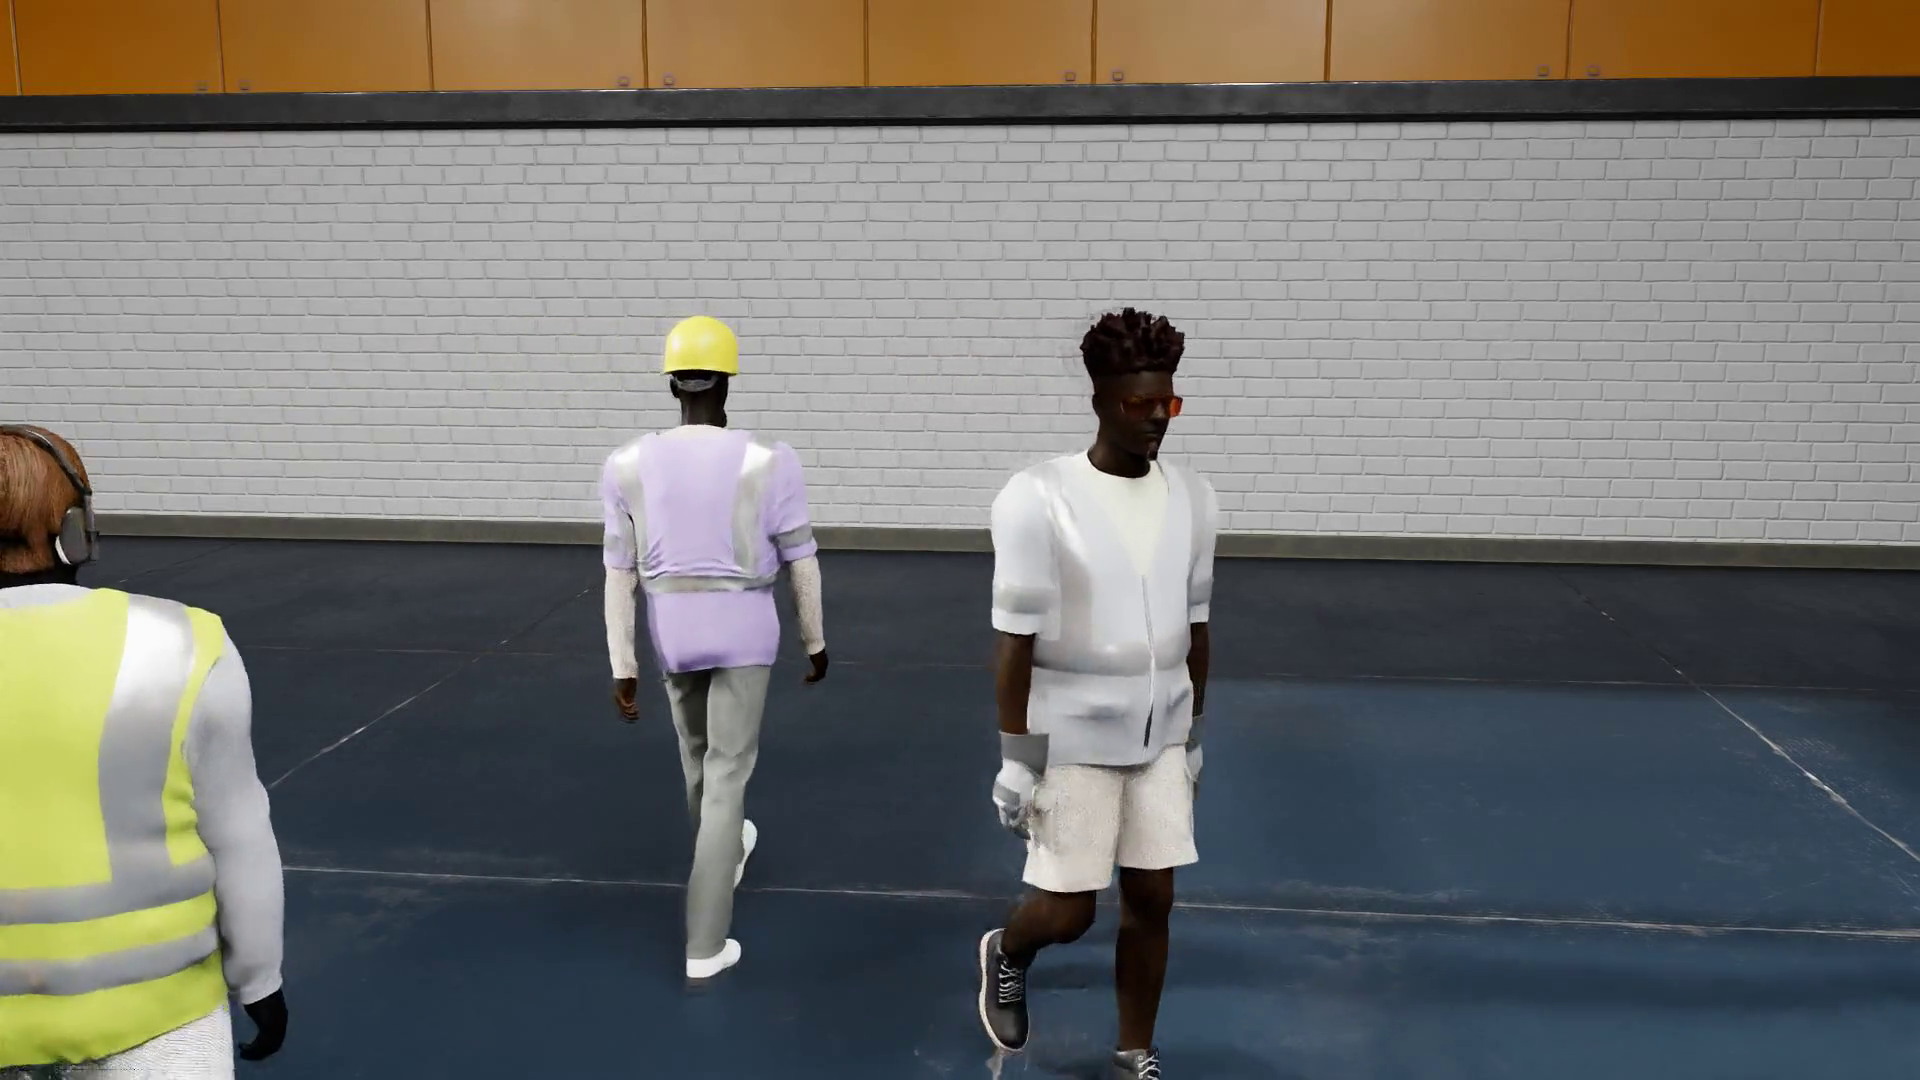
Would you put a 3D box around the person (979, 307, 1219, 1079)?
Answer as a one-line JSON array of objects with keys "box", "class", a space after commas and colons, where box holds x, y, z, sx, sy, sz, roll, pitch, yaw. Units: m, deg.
[{"box": [0.315, 0.432, 3.897, 0.630, 1.953, 0.659, -5, 11, -27], "class": "person"}]

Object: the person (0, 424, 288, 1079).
[{"box": [-1.385, 0.731, 2.567, 0.629, 1.823, 0.773, -2, 10, -9], "class": "person"}]

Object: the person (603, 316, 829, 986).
[{"box": [-0.712, 0.282, 4.957, 0.603, 1.876, 0.961, 2, 10, 11], "class": "person"}]
